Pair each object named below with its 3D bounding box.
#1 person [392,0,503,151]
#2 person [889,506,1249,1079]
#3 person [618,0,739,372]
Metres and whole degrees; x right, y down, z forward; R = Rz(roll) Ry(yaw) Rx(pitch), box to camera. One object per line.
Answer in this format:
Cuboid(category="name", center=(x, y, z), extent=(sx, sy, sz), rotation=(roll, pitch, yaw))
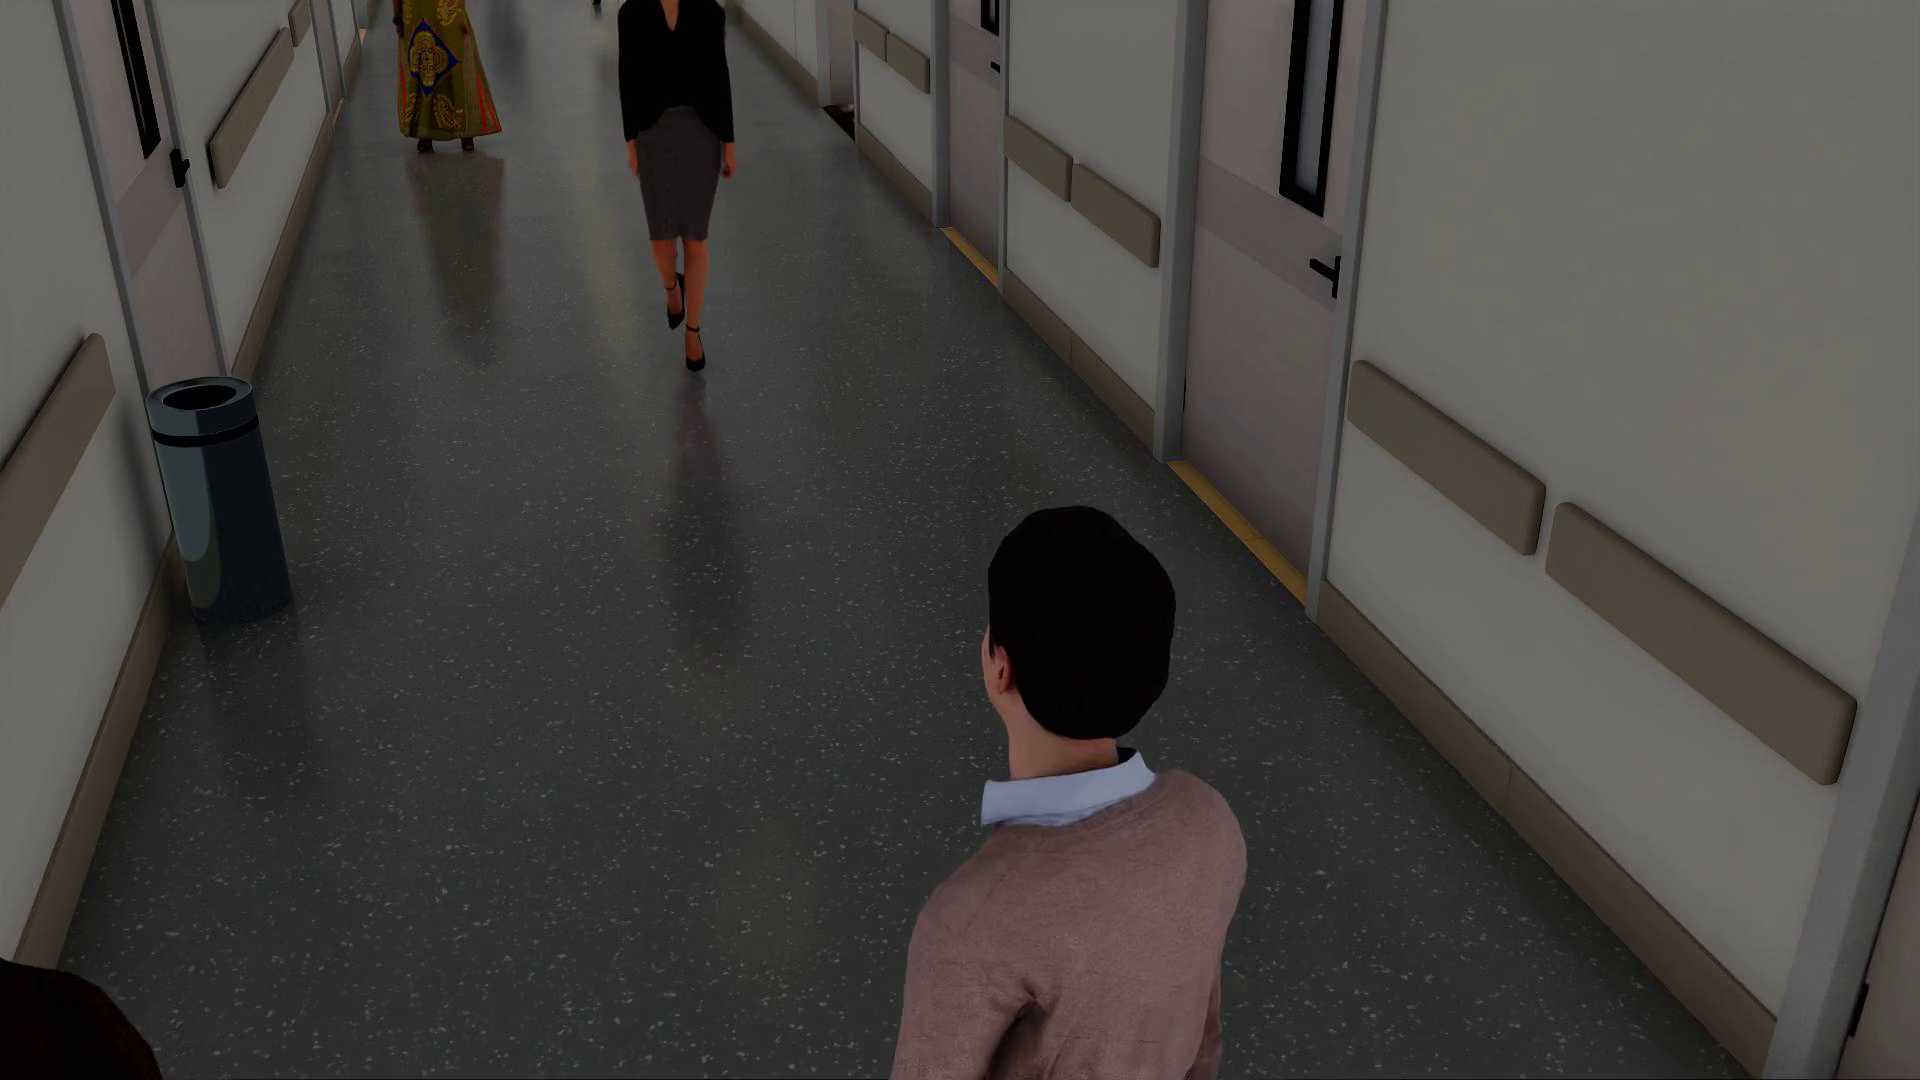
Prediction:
Cuboid(category="person", center=(-3.451, -3.406, 10.891), extent=(0.740, 1.659, 0.938), rotation=(-4, 26, -7))
Cuboid(category="person", center=(0.170, 0.874, 1.899), extent=(1.158, 1.761, 1.202), rotation=(18, 31, 33))
Cuboid(category="person", center=(-1.169, -1.623, 6.994), extent=(0.667, 1.834, 0.683), rotation=(-5, 26, -9))
